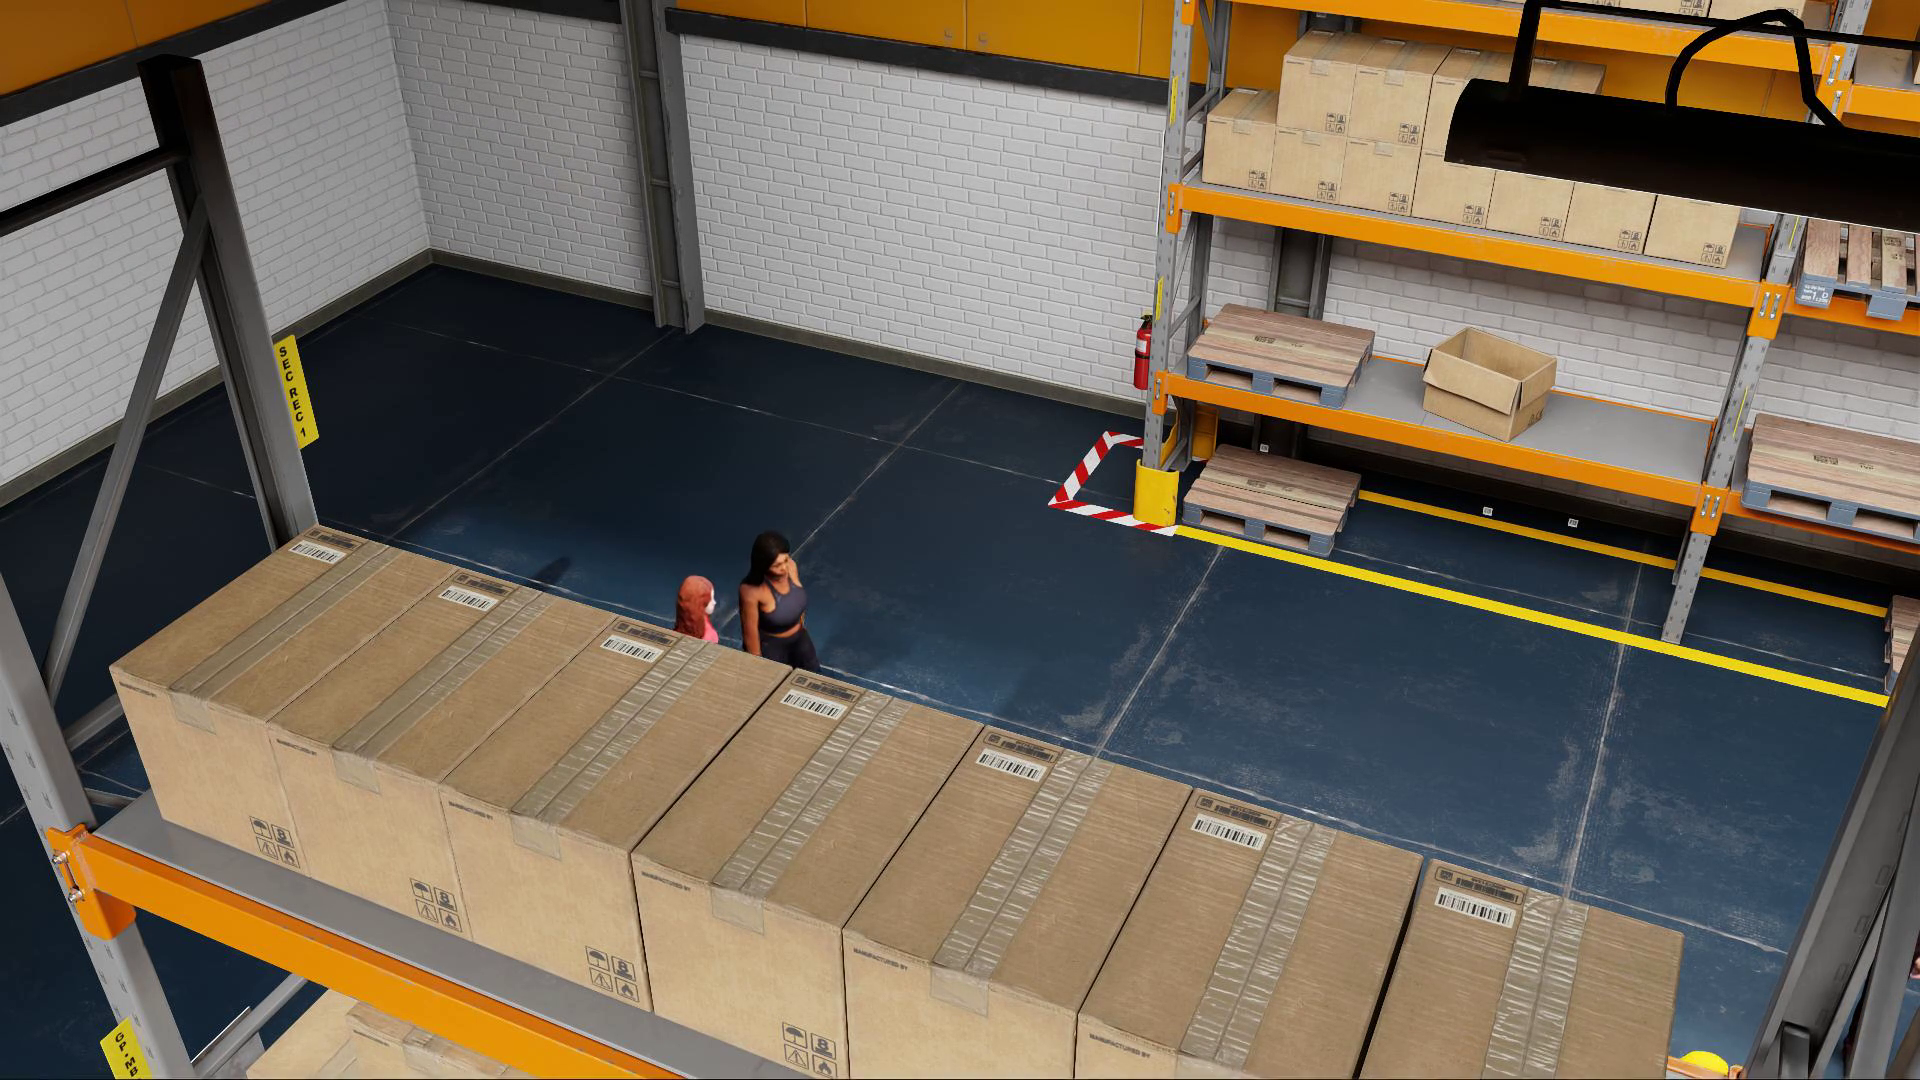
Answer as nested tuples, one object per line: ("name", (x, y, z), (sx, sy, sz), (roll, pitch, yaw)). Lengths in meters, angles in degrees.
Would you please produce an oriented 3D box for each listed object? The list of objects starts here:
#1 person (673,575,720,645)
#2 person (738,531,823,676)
("person", (-1.674, 0.947, 10.052), (0.810, 1.795, 0.732), (3, 34, 5))
("person", (-1.225, 0.649, 10.498), (0.767, 1.800, 0.738), (19, 38, 27))
